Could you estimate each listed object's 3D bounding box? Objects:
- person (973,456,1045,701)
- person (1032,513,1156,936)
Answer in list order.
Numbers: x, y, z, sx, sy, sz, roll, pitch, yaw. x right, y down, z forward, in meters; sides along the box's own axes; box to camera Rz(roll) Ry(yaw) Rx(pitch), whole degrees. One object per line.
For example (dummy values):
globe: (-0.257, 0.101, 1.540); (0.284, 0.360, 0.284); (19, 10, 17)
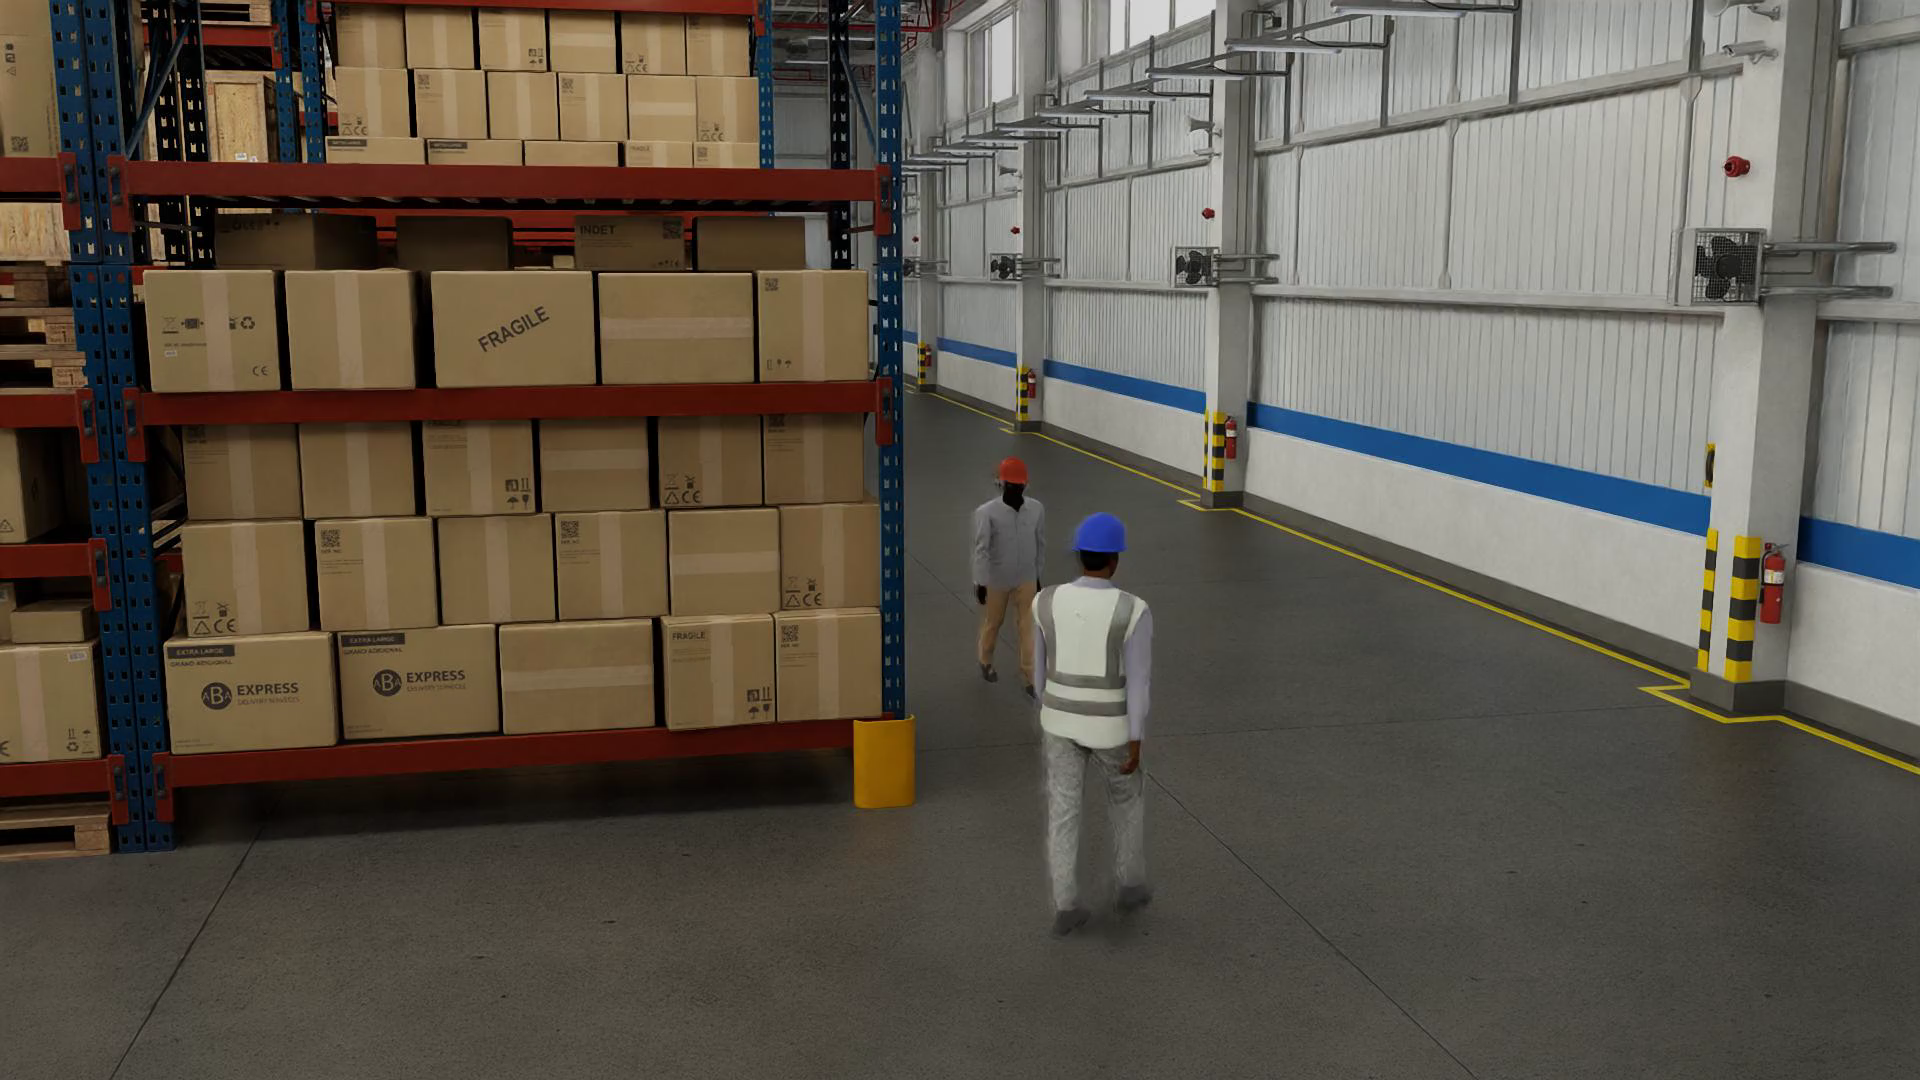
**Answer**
person: (0.345, 0.239, 11.911); (0.580, 1.709, 0.900); (-4, 10, -21)
person: (0.642, 0.821, 7.725); (0.611, 1.916, 0.822); (4, 10, 24)
